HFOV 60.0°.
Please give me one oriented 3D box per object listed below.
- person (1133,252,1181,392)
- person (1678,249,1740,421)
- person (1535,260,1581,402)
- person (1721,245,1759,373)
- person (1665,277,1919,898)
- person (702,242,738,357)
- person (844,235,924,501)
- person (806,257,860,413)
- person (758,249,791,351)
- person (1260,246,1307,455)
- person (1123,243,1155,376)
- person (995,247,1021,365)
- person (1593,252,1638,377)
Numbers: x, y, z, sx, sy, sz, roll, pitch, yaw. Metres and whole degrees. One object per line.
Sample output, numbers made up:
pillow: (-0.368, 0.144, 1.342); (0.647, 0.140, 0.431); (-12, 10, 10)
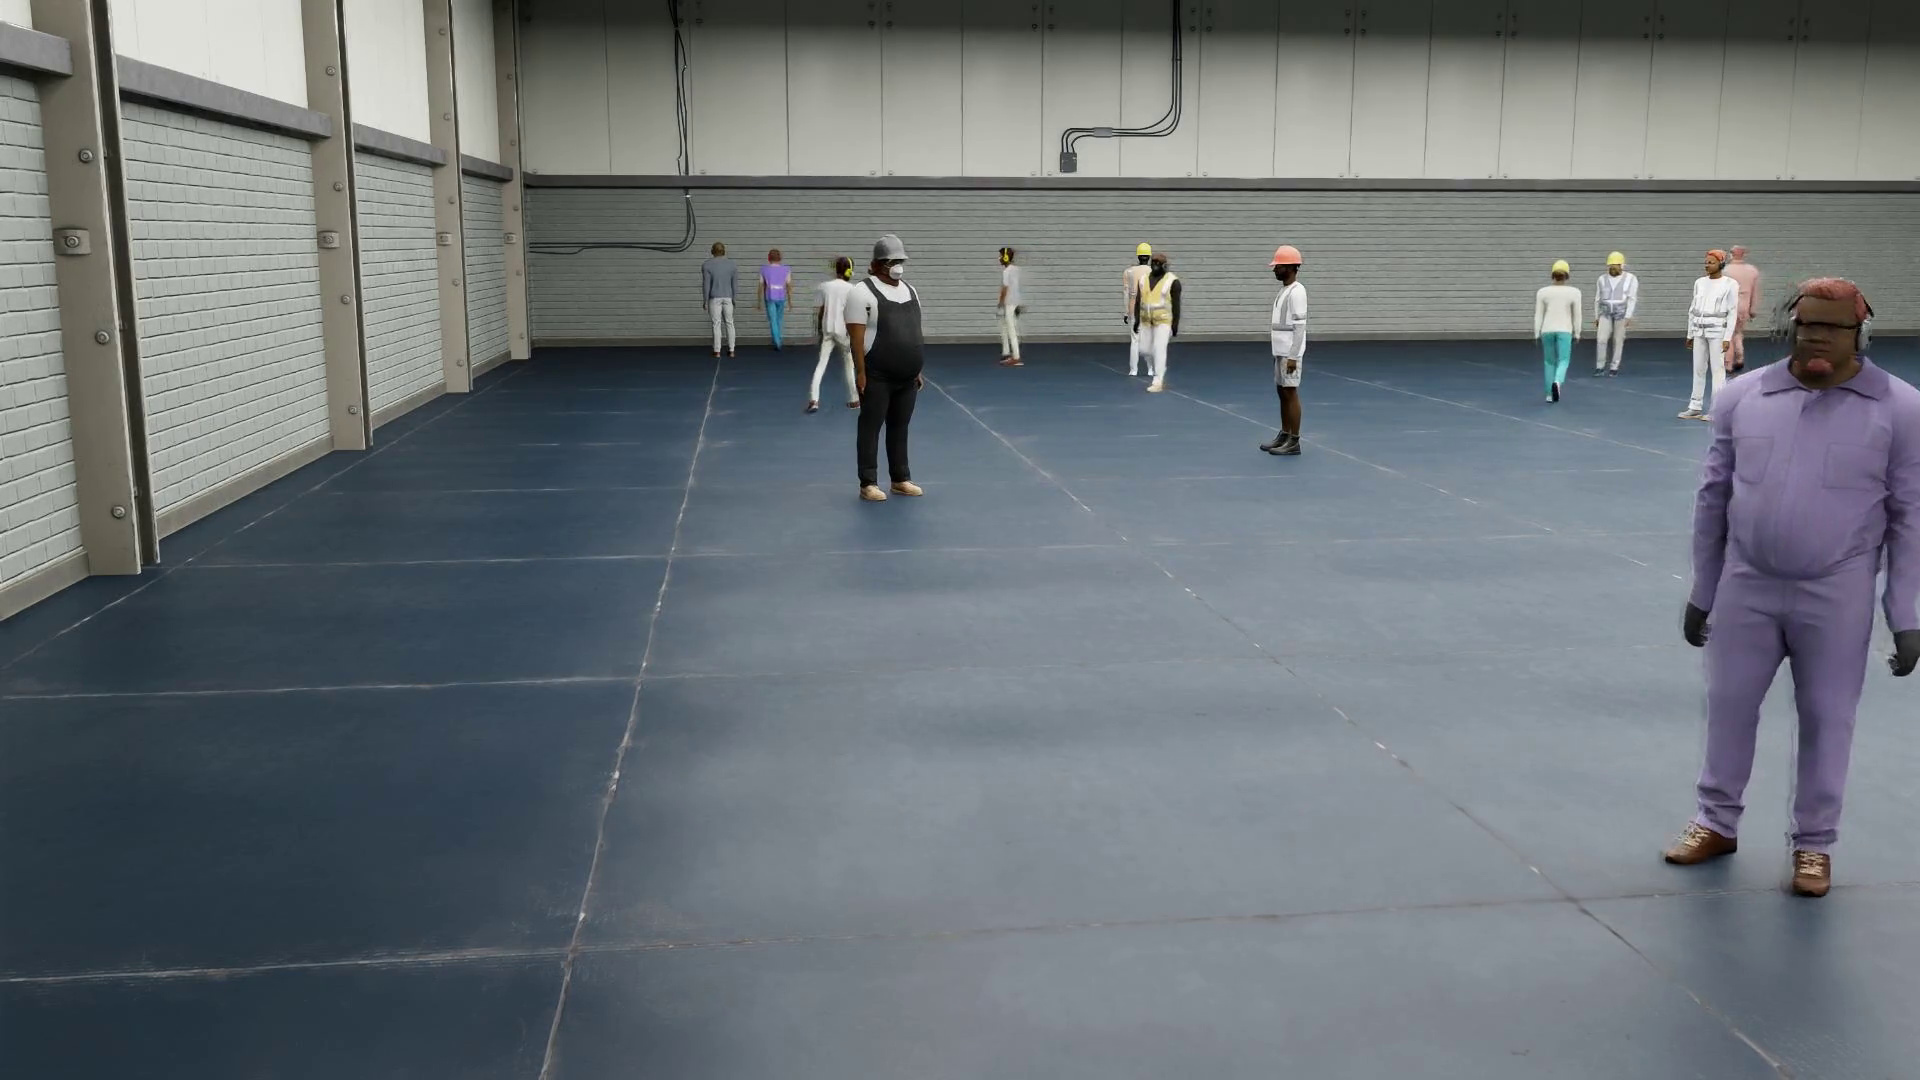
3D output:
person: (2.599, -2.854, 21.799); (0.638, 1.827, 0.537); (7, 13, 35)
person: (8.280, -2.255, 18.371); (0.355, 1.883, 0.575); (-5, 12, -28)
person: (7.221, -2.513, 20.145); (0.533, 1.752, 0.651); (6, 12, 28)
person: (11.518, -3.436, 24.832); (0.659, 1.890, 0.503); (-2, 11, -11)
person: (2.605, 0.149, 5.163); (0.702, 1.899, 0.402); (8, 13, 38)
person: (-4.055, -4.057, 28.091); (0.628, 1.940, 0.378); (-5, 12, -27)
person: (-0.521, -1.330, 12.863); (0.674, 2.000, 0.536); (-10, 14, -42)
person: (-1.469, -2.373, 19.305); (0.562, 1.796, 1.063); (4, 11, 21)
person: (-3.309, -4.284, 29.726); (0.579, 1.805, 0.944); (-4, 11, -19)
person: (3.025, -1.757, 15.489); (0.356, 1.937, 0.552); (-1, 10, -5)
person: (2.662, -3.334, 24.152); (0.591, 1.930, 0.356); (1, 10, 8)
person: (0.704, -3.699, 26.348); (0.629, 1.851, 0.528); (4, 11, 19)
person: (9.403, -3.231, 23.947); (0.589, 1.802, 0.692); (7, 12, 32)
